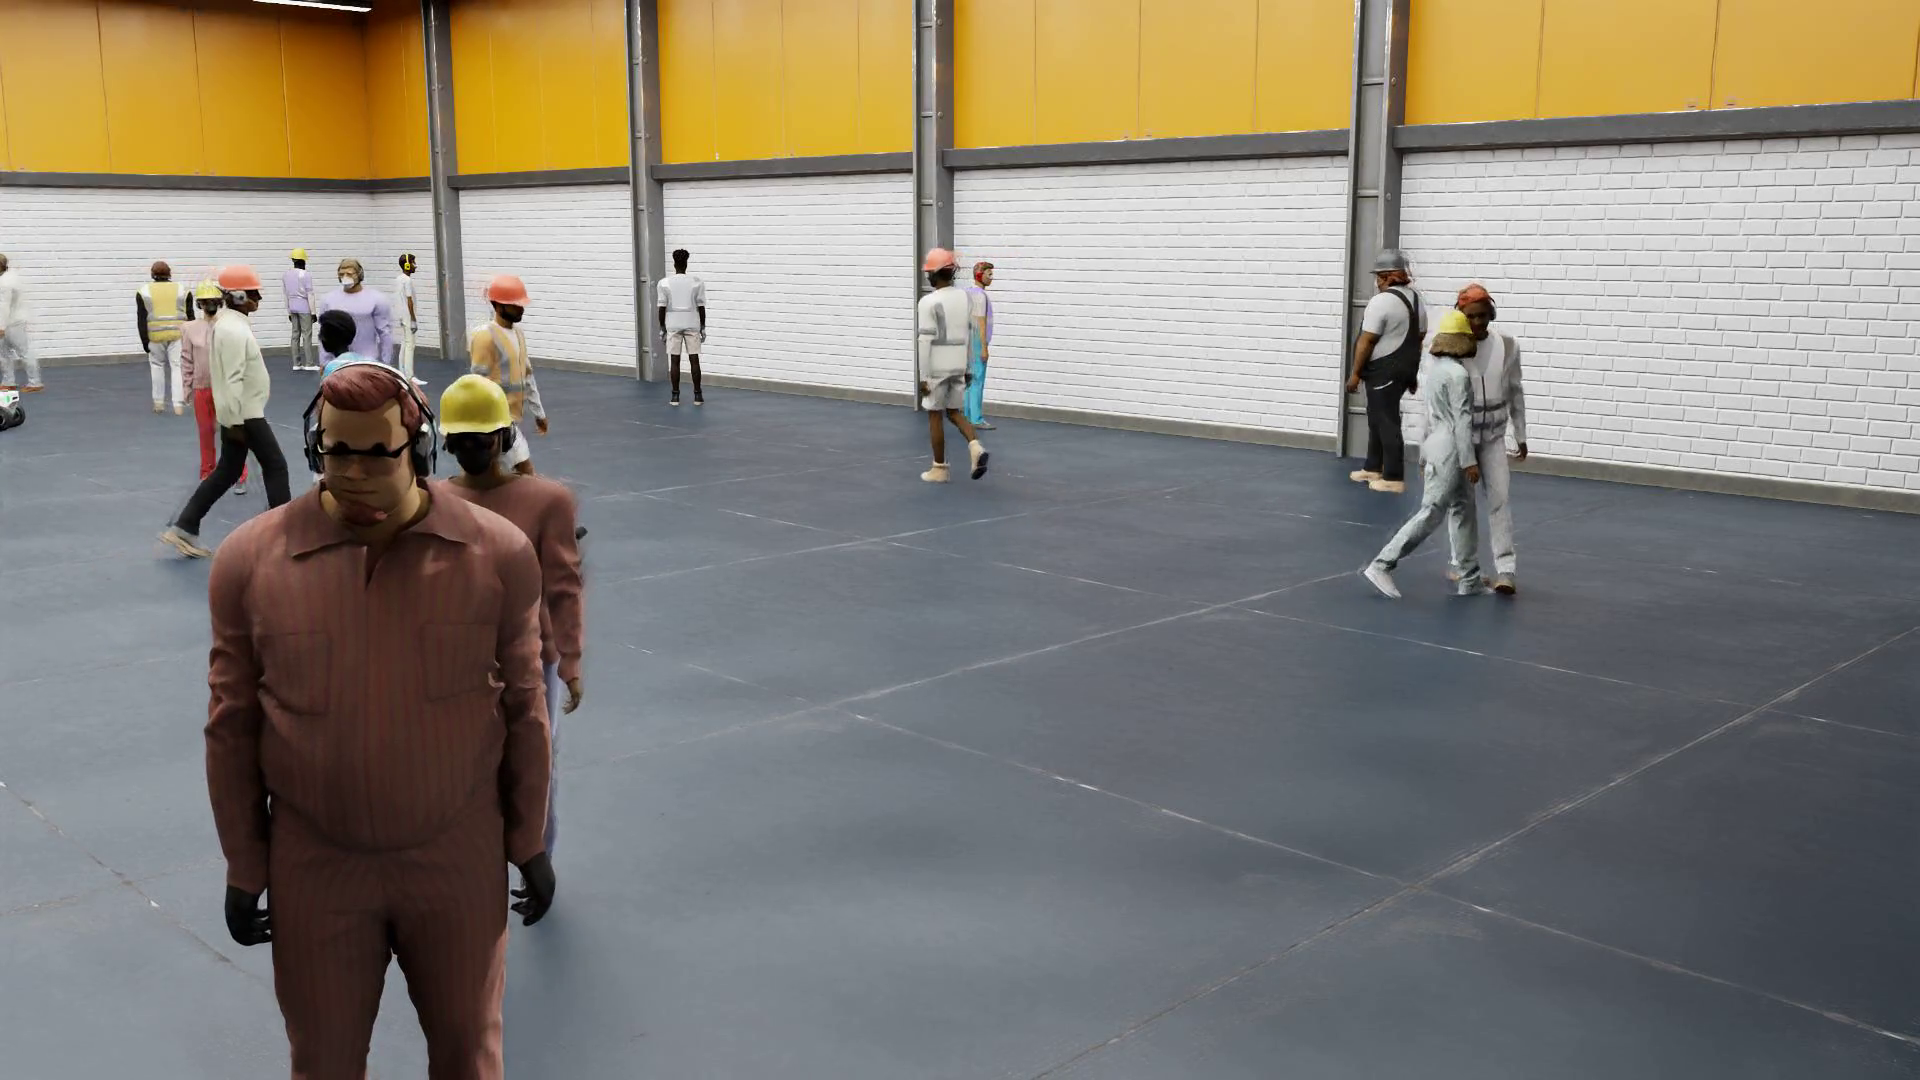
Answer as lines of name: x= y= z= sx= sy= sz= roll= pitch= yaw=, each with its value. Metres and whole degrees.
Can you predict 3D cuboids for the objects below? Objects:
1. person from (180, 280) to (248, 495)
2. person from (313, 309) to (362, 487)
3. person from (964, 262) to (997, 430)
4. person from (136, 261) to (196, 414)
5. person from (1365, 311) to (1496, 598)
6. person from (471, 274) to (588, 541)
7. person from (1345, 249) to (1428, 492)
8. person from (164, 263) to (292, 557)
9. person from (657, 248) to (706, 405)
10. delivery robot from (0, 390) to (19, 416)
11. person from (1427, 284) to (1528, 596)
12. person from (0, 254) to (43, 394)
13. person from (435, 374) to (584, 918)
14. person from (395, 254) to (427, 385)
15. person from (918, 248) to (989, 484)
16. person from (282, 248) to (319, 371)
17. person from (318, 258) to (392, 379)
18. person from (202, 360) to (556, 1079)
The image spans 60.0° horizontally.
person: x=-6.116 y=-1.243 z=13.667 sx=0.533 sy=1.770 sz=0.304 roll=-1 pitch=10 yaw=-7
person: x=-3.821 y=-0.589 z=10.353 sx=0.394 sy=1.676 sz=0.547 roll=0 pitch=10 yaw=-3
person: x=0.187 y=-2.139 z=18.348 sx=0.384 sy=1.841 sz=0.565 roll=-2 pitch=11 yaw=-11
person: x=-9.541 y=-2.437 z=20.036 sx=0.632 sy=1.816 sz=0.775 roll=-5 pitch=11 yaw=-25
person: x=2.808 y=-0.488 z=9.790 sx=0.829 sy=1.708 sz=0.538 roll=1 pitch=10 yaw=3
person: x=-3.019 y=-0.846 z=11.221 sx=1.002 sy=1.869 sz=0.675 roll=1 pitch=10 yaw=7
person: x=3.488 y=-1.436 z=13.974 sx=0.795 sy=2.000 sz=0.694 roll=9 pitch=14 yaw=42
person: x=-4.812 y=-0.849 z=11.018 sx=0.982 sy=1.959 sz=0.622 roll=-6 pitch=12 yaw=-28
person: x=-3.491 y=-2.675 z=20.930 sx=0.608 sy=1.966 sz=0.374 roll=-1 pitch=10 yaw=-8
delivery robot: x=-10.745 y=-1.524 z=18.239 sx=0.707 sy=0.478 sz=0.477 roll=-2 pitch=11 yaw=-12
person: x=3.099 y=-0.586 z=9.871 sx=0.671 sy=1.842 sz=0.820 roll=-1 pitch=10 yaw=-4
person: x=-12.724 y=-2.878 z=22.225 sx=0.722 sy=1.897 sz=0.663 roll=-7 pitch=12 yaw=-33
person: x=-1.377 y=0.384 z=4.924 sx=0.528 sy=1.727 sz=0.882 roll=-2 pitch=11 yaw=-9
person: x=-7.888 y=-3.151 z=23.793 sx=0.317 sy=1.870 sz=0.523 roll=-7 pitch=13 yaw=-34
person: x=-0.086 y=-1.459 z=14.140 sx=0.641 sy=2.029 sz=0.621 roll=-9 pitch=14 yaw=-42
person: x=-10.367 y=-3.618 z=26.181 sx=0.586 sy=1.928 sz=0.365 roll=4 pitch=11 yaw=22
person: x=-5.656 y=-1.662 z=15.524 sx=0.634 sy=1.923 sz=0.437 roll=0 pitch=10 yaw=1
person: x=-1.106 y=0.605 z=3.232 sx=0.638 sy=1.902 sz=0.406 roll=-4 pitch=11 yaw=-19
